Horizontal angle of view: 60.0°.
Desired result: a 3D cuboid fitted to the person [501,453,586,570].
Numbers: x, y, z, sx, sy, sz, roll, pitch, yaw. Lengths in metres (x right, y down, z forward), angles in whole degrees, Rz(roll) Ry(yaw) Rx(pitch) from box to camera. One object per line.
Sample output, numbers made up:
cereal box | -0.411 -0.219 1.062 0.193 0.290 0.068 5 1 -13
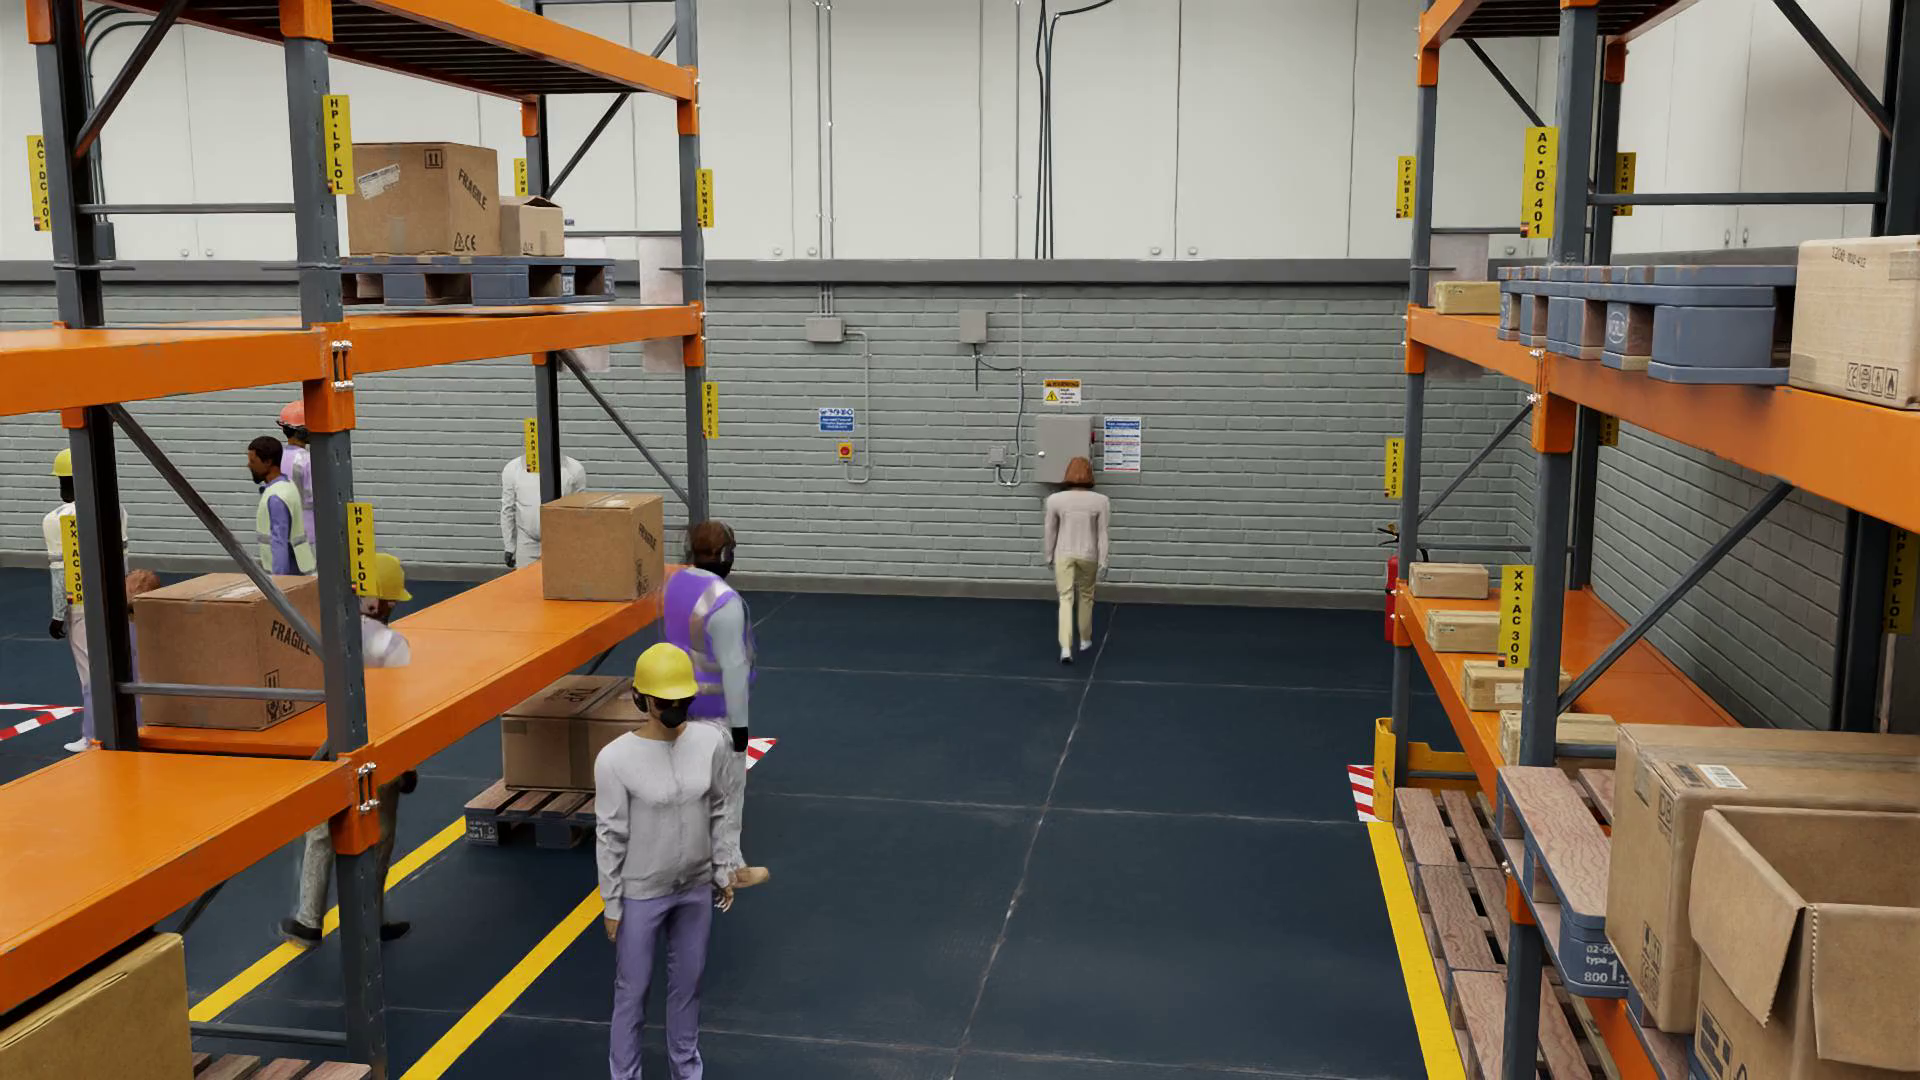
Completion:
person | -3.162 0.036 12.697 0.645 1.905 0.400 -2 9 -12

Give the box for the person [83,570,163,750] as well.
person | -4.010 0.945 8.074 0.716 1.580 0.560 8 12 40

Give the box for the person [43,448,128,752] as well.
person | -5.501 0.381 10.496 0.383 1.928 0.588 3 10 19

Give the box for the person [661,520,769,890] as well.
person | -1.213 0.811 8.172 0.452 1.819 0.668 -7 11 -36

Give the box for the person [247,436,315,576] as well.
person | -4.679 0.233 11.480 0.425 1.907 0.601 -4 10 -23

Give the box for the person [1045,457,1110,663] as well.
person | 0.911 0.143 13.002 0.507 1.595 0.845 1 9 5

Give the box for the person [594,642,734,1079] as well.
person | -1.017 1.219 5.820 0.529 1.767 0.329 -8 12 -42

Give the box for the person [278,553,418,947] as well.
person | -2.766 0.947 7.463 0.751 1.793 0.407 2 9 13
